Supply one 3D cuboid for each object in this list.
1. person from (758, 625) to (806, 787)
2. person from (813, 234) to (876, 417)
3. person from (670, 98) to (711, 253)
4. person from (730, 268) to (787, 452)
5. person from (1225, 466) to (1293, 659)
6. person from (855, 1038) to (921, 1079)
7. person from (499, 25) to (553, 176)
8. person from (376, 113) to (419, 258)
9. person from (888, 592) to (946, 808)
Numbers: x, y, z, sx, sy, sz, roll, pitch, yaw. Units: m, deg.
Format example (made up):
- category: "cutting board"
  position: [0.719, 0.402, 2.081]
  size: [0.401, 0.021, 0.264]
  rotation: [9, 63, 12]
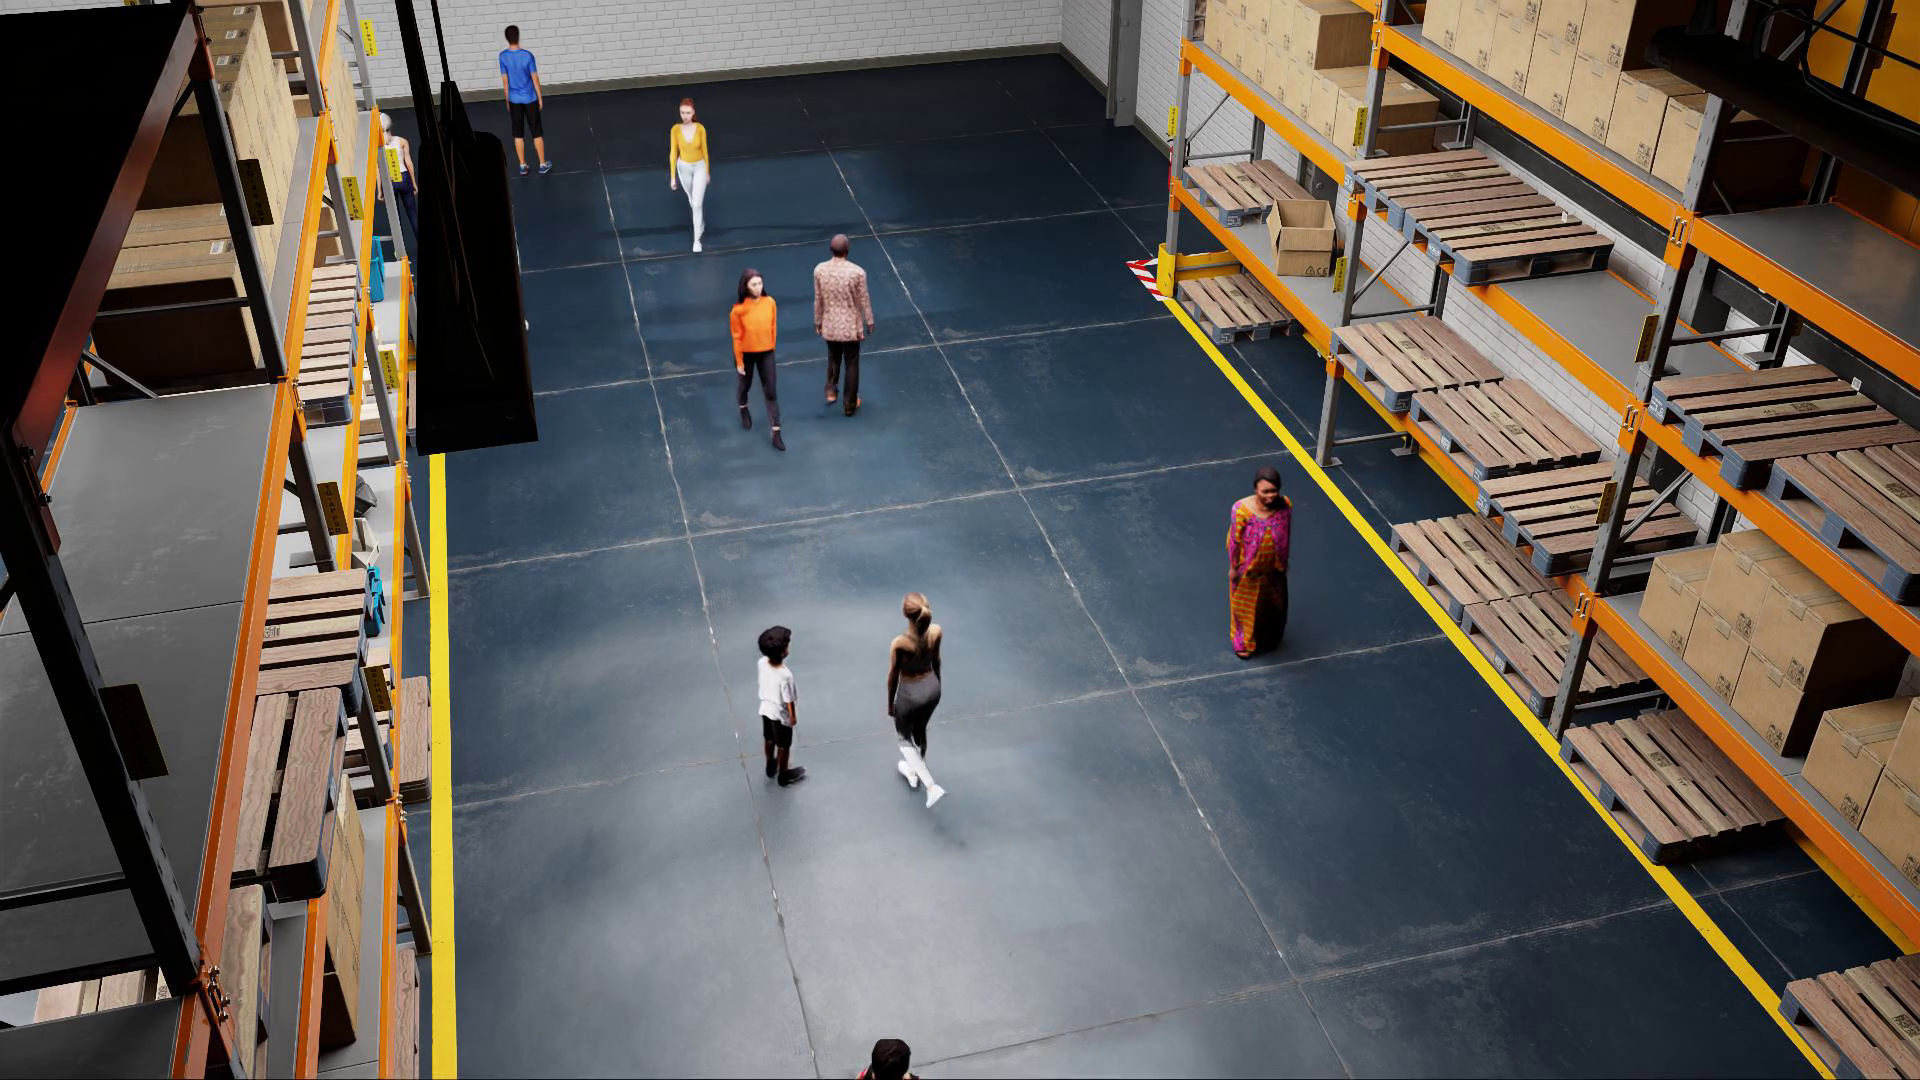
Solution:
- category: "person"
  position: [-1.276, 1.156, 11.572]
  size: [0.549, 1.254, 0.628]
  rotation: [29, 43, 36]
- category: "person"
  position: [-1.138, -2.001, 15.836]
  size: [0.807, 1.793, 0.819]
  rotation: [10, 35, 15]
- category: "person"
  position: [-3.119, -4.280, 19.355]
  size: [0.761, 1.694, 1.240]
  rotation: [-2, 34, -3]
- category: "person"
  position: [-1.960, -1.730, 15.507]
  size: [0.782, 1.705, 1.139]
  rotation: [-16, 37, -23]
- category: "person"
  position: [2.303, 0.135, 12.725]
  size: [0.698, 1.678, 0.637]
  rotation: [-7, 34, -11]
- category: "person"
  position: [-0.325, 3.026, 8.511]
  size: [0.779, 1.530, 0.967]
  rotation: [5, 34, 7]
- category: "person"
  position: [-5.572, -5.596, 21.179]
  size: [0.650, 1.865, 0.605]
  rotation: [-3, 34, -4]
- category: "person"
  position: [-6.423, -4.027, 18.966]
  size: [0.658, 1.703, 0.610]
  rotation: [-17, 37, -24]
- category: "person"
  position: [-0.254, 1.106, 11.256]
  size: [0.717, 1.689, 0.967]
  rotation: [-18, 38, -25]
